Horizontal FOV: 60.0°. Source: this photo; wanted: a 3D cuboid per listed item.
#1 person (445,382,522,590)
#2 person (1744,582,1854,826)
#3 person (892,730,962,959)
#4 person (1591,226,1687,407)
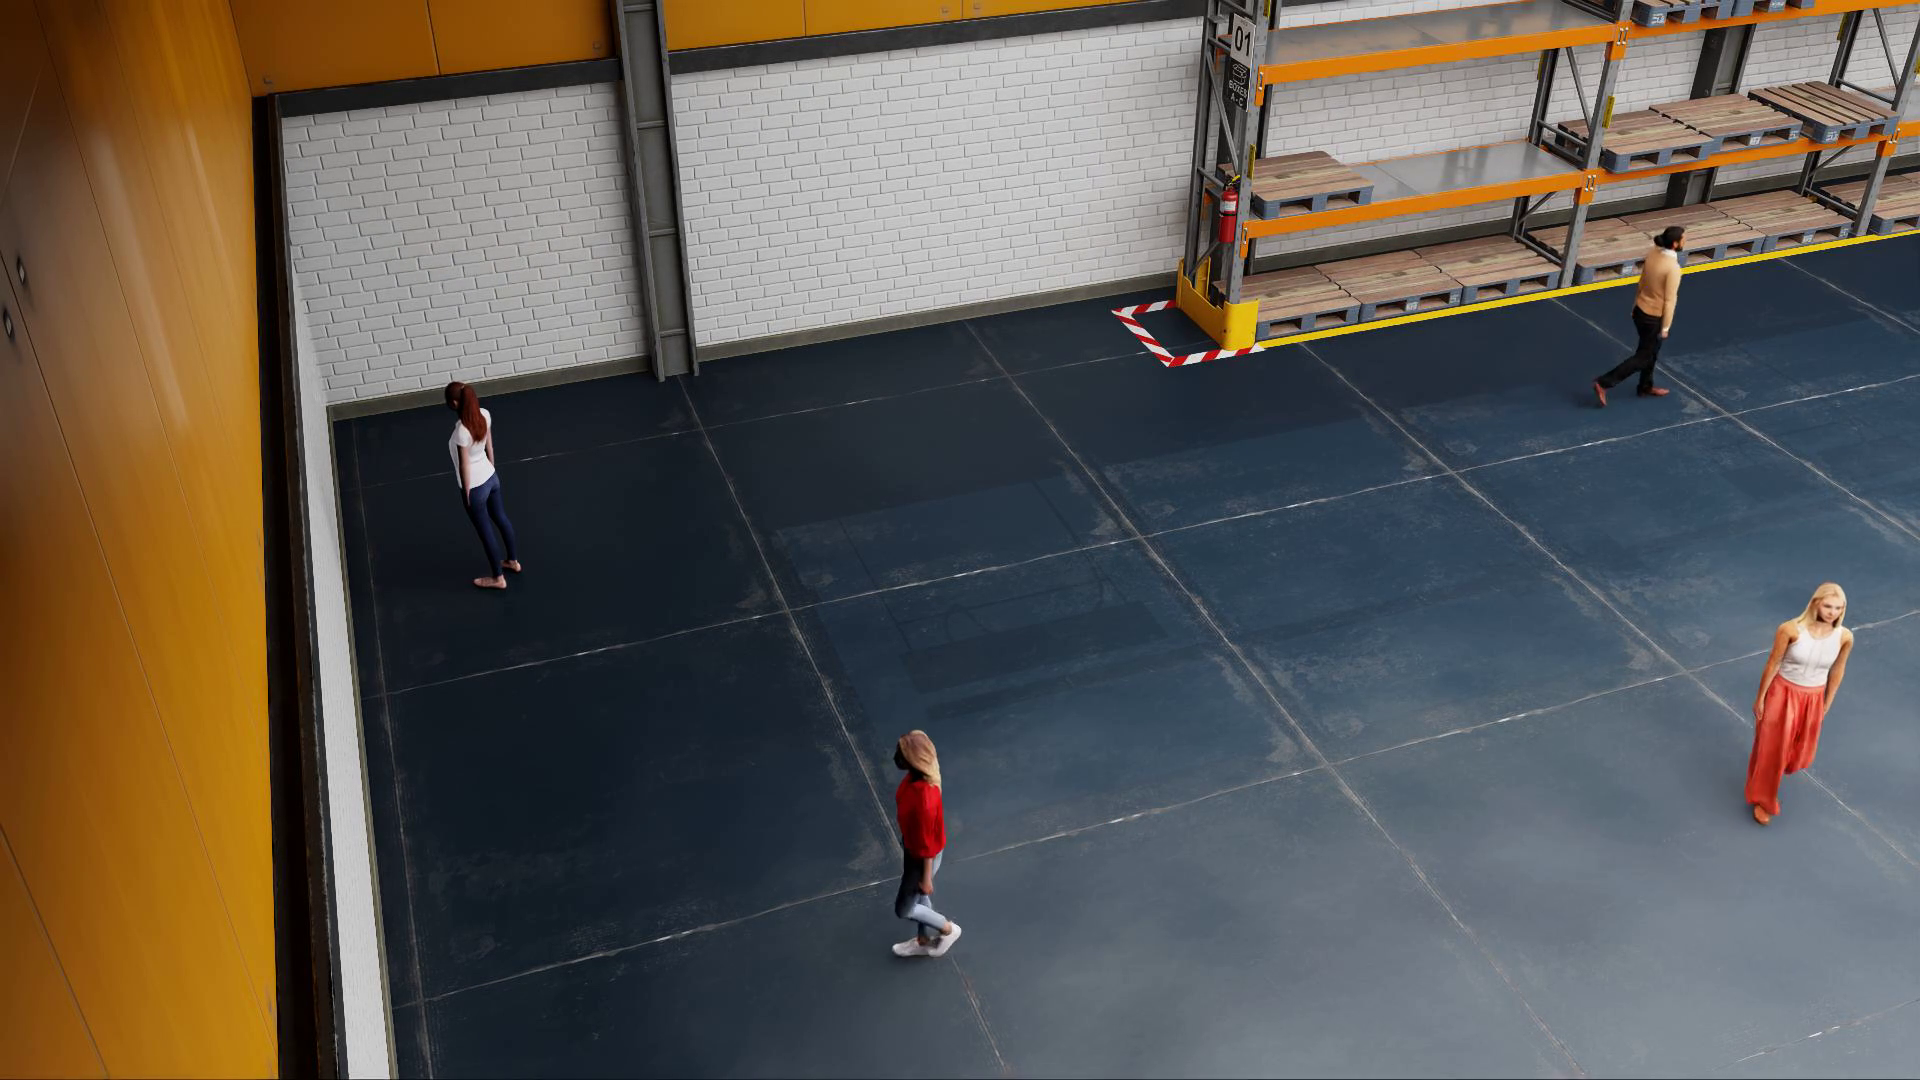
[{"bbox_3d":[-3.654,-0.427,12.728,0.676,1.734,0.638,9,35,13],"label":"person"},{"bbox_3d":[5.270,0.967,10.583,0.908,1.787,0.920,7,34,10],"label":"person"},{"bbox_3d":[-0.150,1.770,9.459,0.681,1.695,0.686,-6,34,-9],"label":"person"},{"bbox_3d":[6.217,-2.014,15.120,1.161,1.729,0.825,-4,34,-6],"label":"person"}]
